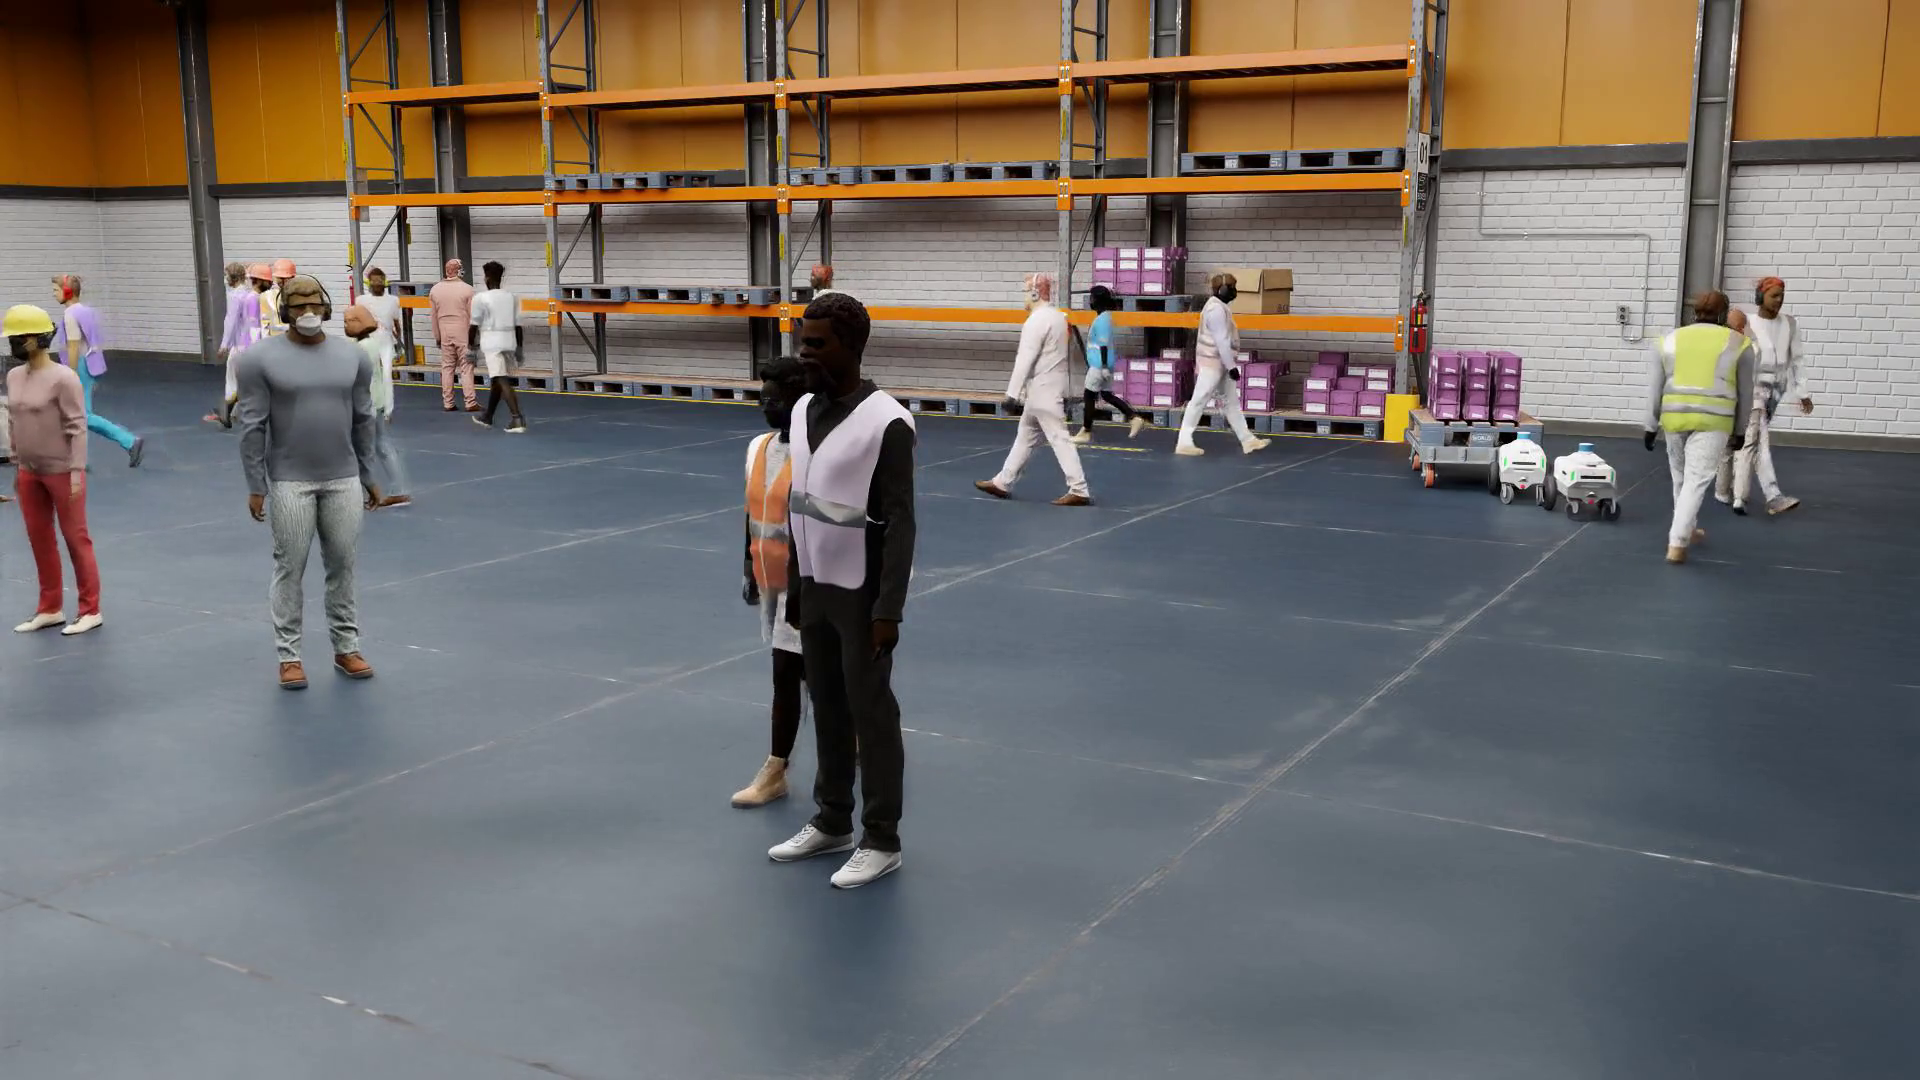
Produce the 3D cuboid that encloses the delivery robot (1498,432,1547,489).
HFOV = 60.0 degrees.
[{"bbox_3d":[4.580,-0.638,13.546,0.477,0.478,0.707,3,10,16],"label":"delivery robot"}]

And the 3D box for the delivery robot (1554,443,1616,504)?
[{"bbox_3d":[4.788,-0.498,12.756,0.477,0.478,0.707,2,10,10],"label":"delivery robot"}]

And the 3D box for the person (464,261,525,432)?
[{"bbox_3d":[-5.216,-2.166,18.697,1.057,1.898,0.608,7,12,36],"label":"person"}]

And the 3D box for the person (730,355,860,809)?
[{"bbox_3d":[-0.581,0.128,6.317,0.768,1.670,0.539,-10,14,-43],"label":"person"}]

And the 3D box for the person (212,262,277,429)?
[{"bbox_3d":[-7.940,-2.159,18.668,0.880,1.898,0.546,-4,11,-20],"label":"person"}]

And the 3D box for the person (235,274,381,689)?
[{"bbox_3d":[-3.055,-0.278,7.856,0.635,1.937,0.352,-8,13,-38],"label":"person"}]

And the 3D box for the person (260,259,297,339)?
[{"bbox_3d":[-7.291,-2.081,18.084,0.544,1.933,0.376,-6,11,-29],"label":"person"}]

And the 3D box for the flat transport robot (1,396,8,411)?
[{"bbox_3d":[-11.630,-1.589,20.000,0.652,0.197,1.431,-4,11,-20],"label":"flat transport robot"}]

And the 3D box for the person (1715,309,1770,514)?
[{"bbox_3d":[6.083,-1.013,13.028,0.531,1.576,0.905,4,11,22],"label":"person"}]

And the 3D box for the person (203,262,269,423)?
[{"bbox_3d":[-8.351,-2.291,19.448,1.029,1.892,0.633,-2,10,-11],"label":"person"}]

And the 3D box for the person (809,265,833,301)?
[{"bbox_3d":[-1.619,-2.246,19.273,0.988,1.833,0.573,4,11,23],"label":"person"}]

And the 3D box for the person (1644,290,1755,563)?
[{"bbox_3d":[4.894,-0.757,11.029,0.633,1.783,0.964,9,13,41],"label":"person"}]

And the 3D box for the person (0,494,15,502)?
[{"bbox_3d":[-8.033,-1.193,13.291,0.634,1.853,0.527,-2,10,-12],"label":"person"}]

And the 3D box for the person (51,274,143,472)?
[{"bbox_3d":[-7.934,-1.505,15.145,0.757,1.821,0.568,-3,10,-17],"label":"person"}]

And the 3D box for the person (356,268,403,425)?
[{"bbox_3d":[-6.848,-2.287,19.598,0.526,1.827,1.004,-3,10,-15],"label":"person"}]

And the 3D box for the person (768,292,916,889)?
[{"bbox_3d":[-0.367,0.160,5.435,0.392,1.920,0.587,-8,13,-40],"label":"person"}]

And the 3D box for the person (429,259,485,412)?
[{"bbox_3d":[-6.283,-2.554,20.838,0.650,1.907,0.409,2,10,13],"label":"person"}]

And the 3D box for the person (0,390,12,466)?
[{"bbox_3d":[-9.325,-1.566,15.585,0.951,1.775,0.601,2,10,10],"label":"person"}]

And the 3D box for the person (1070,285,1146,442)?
[{"bbox_3d":[1.556,-1.850,17.524,0.762,1.672,0.533,2,10,12],"label":"person"}]

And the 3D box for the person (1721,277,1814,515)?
[{"bbox_3d":[6.300,-1.129,12.994,0.585,1.828,0.996,-2,10,-14],"label":"person"}]

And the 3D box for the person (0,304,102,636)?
[{"bbox_3d":[-4.868,-0.368,8.858,0.534,1.766,0.320,4,11,21],"label":"person"}]

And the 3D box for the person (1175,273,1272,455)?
[{"bbox_3d":[2.594,-1.721,16.425,0.963,1.794,0.623,2,10,13],"label":"person"}]

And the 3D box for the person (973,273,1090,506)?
[{"bbox_3d":[0.596,-1.195,13.323,1.033,1.848,0.655,3,10,15],"label":"person"}]

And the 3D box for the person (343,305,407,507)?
[{"bbox_3d":[-4.733,-1.035,13.075,0.700,1.598,0.524,-2,10,-14],"label":"person"}]
